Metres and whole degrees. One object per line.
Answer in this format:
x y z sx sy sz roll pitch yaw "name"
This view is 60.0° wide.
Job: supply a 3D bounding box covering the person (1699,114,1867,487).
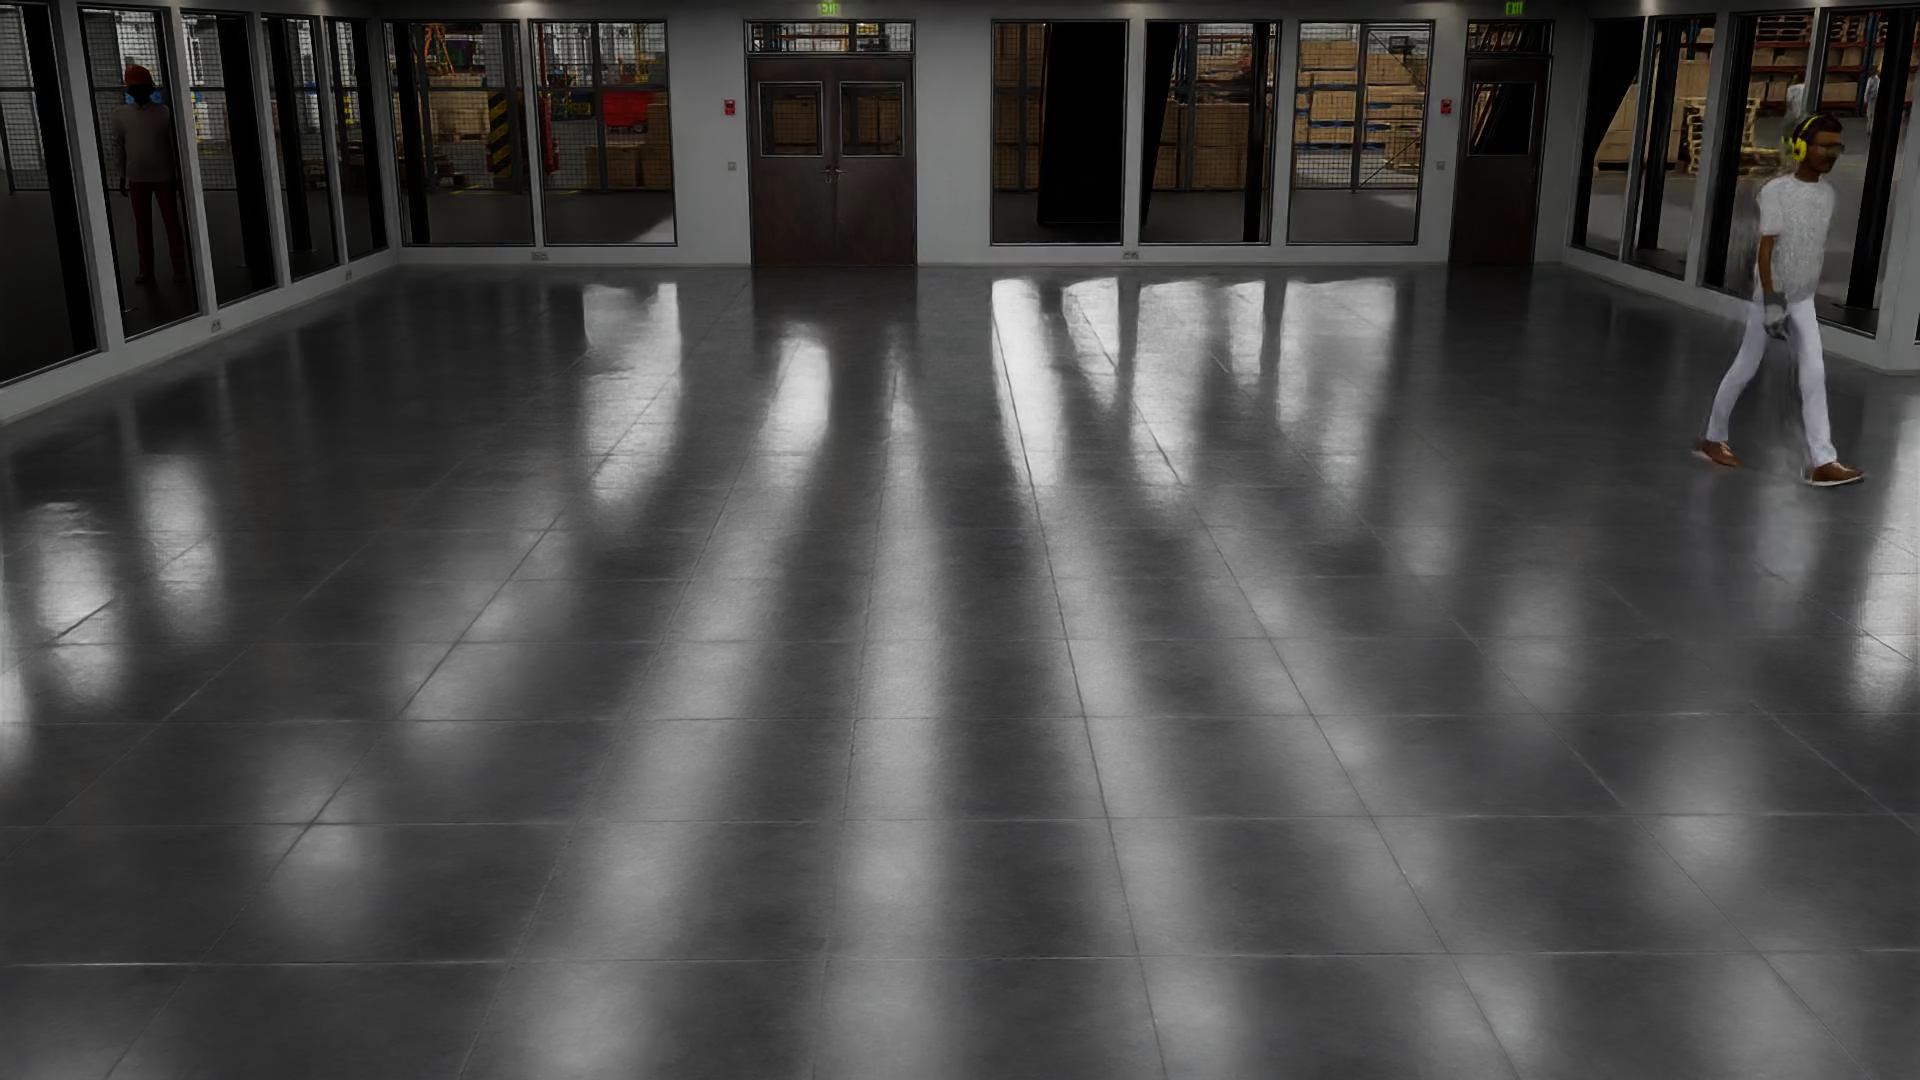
4.160 -1.190 8.323 0.517 1.818 0.990 -4 17 -14 "person"
